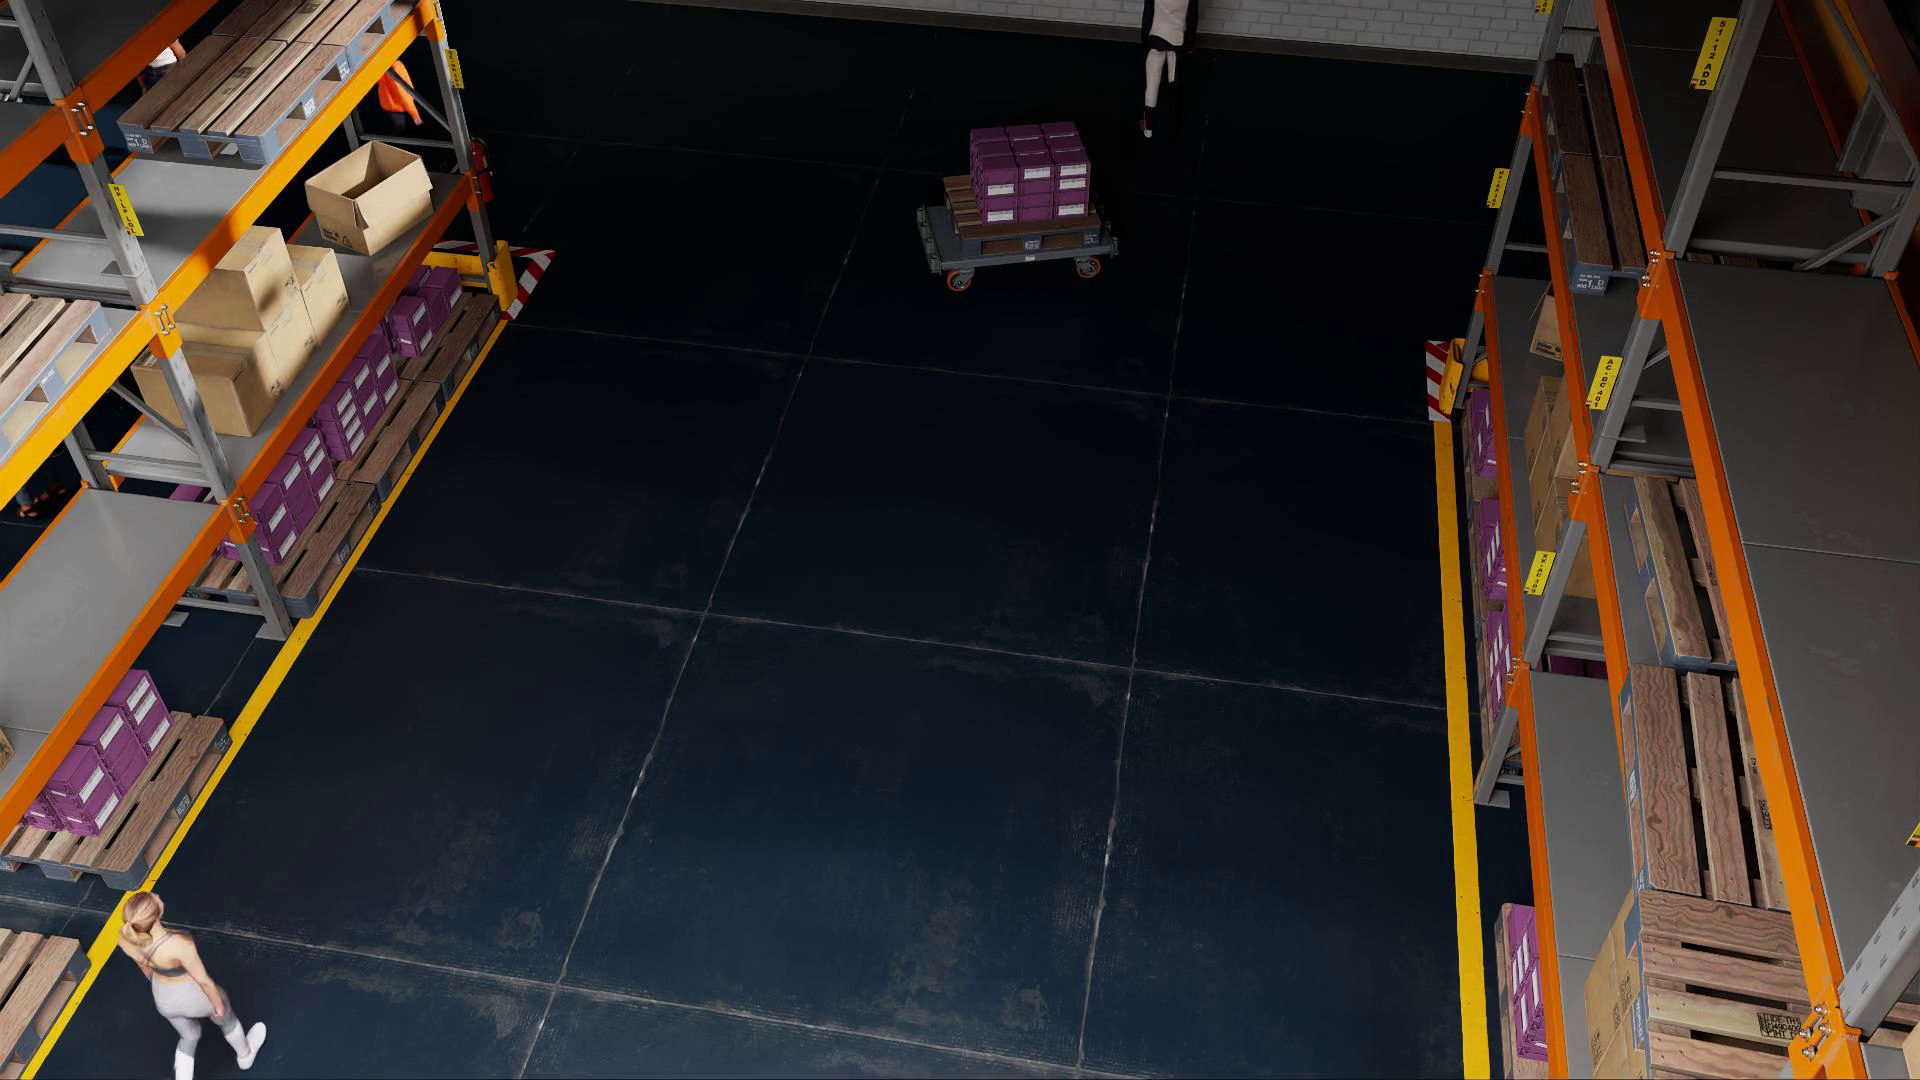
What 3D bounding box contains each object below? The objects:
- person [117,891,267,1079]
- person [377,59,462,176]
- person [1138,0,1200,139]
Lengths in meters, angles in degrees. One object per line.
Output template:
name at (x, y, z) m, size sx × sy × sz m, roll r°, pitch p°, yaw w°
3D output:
person at (-3.976, 2.386, 8.462) m, size 0.608 × 1.687 × 0.994 m, roll 5°, pitch 44°, yaw 5°
person at (-5.128, -3.813, 14.961) m, size 1.105 × 1.699 × 1.108 m, roll -21°, pitch 47°, yaw -20°
person at (1.967, -4.726, 15.776) m, size 0.722 × 1.895 × 0.632 m, roll 1°, pitch 44°, yaw 1°
